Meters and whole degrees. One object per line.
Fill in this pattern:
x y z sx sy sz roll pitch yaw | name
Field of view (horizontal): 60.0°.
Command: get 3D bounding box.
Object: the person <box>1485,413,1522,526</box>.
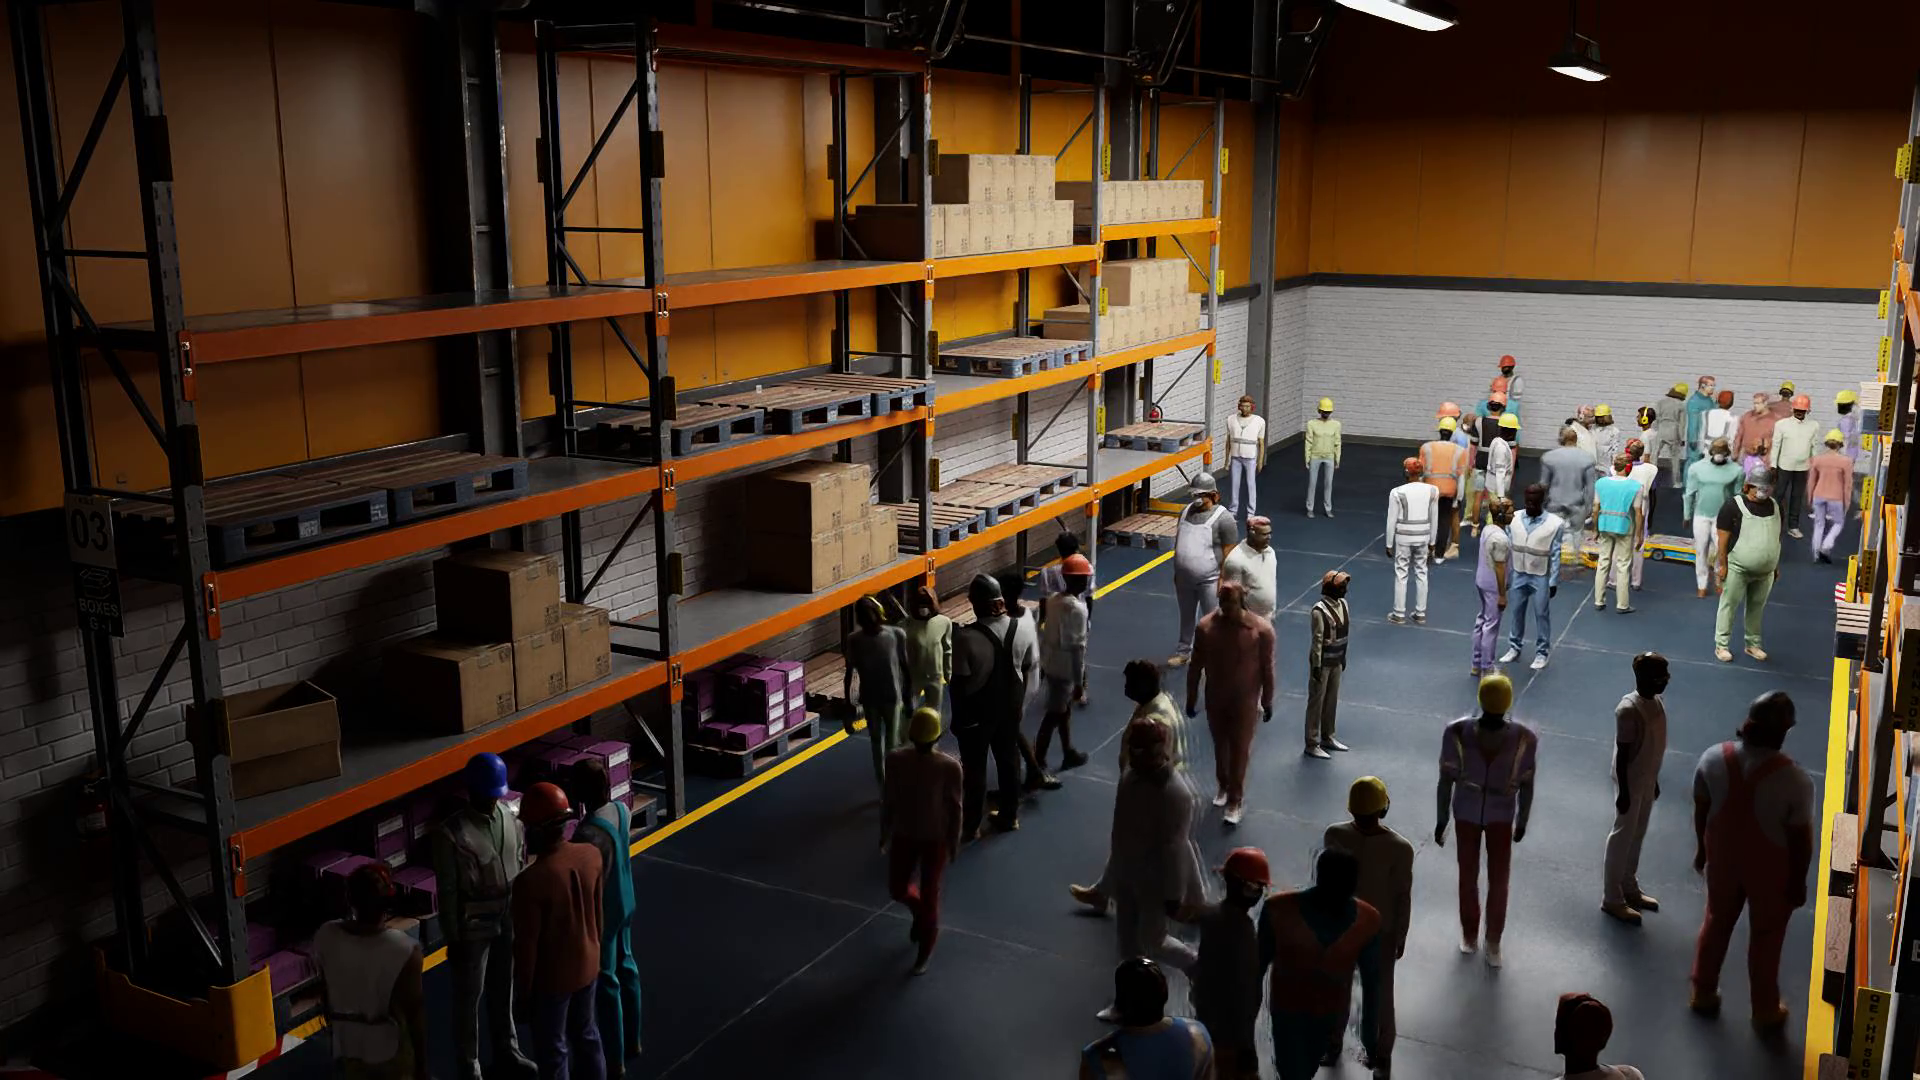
6.974 -0.681 21.435 0.398 1.920 0.586 4 13 15 | person

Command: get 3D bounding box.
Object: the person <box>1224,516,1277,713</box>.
2.692 0.709 15.264 0.648 1.901 0.401 -10 16 -39 | person

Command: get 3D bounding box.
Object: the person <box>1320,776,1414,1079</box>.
2.231 2.132 9.212 0.523 1.759 0.350 8 15 32 | person

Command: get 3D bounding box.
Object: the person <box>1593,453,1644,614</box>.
7.455 -0.072 18.891 0.564 1.837 0.388 12 17 42 | person

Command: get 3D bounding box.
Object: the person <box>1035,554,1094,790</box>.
0.861 1.072 13.692 0.688 1.894 0.604 -5 13 -19 | person

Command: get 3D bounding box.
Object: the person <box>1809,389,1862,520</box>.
12.681 -1.201 23.806 0.644 1.926 0.627 10 16 38 | person

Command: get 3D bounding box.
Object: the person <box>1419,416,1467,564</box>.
6.131 -0.624 21.227 0.608 1.897 0.610 3 13 12 | person

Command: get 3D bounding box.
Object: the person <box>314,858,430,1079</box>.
-2.779 2.407 7.843 0.570 1.823 0.806 3 13 14 | person

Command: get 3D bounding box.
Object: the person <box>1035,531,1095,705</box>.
0.979 0.748 15.544 0.565 1.696 0.318 -3 13 -13 | person

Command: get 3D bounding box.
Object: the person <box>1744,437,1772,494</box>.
10.160 -0.510 21.322 0.318 1.631 0.524 1 13 6 | person

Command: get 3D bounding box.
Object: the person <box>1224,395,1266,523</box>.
4.071 -1.160 23.772 0.561 1.837 0.390 6 14 26 | person

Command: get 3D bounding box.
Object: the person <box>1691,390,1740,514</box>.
10.975 -1.259 24.165 0.806 1.863 0.592 -10 16 -38 | person

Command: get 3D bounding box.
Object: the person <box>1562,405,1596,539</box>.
8.340 -0.881 22.392 0.399 1.897 0.652 11 17 41 | person

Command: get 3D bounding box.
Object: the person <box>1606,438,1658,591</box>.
8.002 -0.295 19.857 0.570 1.849 0.381 1 13 3 | person

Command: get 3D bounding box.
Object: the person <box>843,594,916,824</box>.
-0.626 1.279 12.883 0.548 1.813 0.691 0 13 0 | person

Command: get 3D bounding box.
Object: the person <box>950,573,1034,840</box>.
0.192 1.234 12.583 0.681 2.000 0.535 -8 15 -31 | person

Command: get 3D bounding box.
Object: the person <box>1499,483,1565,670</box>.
5.783 0.355 16.832 0.593 1.909 0.411 12 17 42 | person

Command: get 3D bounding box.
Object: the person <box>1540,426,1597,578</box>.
7.513 -0.469 20.523 0.665 1.906 0.702 6 14 26 | person

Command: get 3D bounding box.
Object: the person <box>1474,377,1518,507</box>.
7.913 -1.443 24.725 0.656 1.967 0.499 7 14 28 | person

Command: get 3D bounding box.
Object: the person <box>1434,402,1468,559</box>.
6.316 -0.772 21.586 0.400 2.036 0.609 -3 13 -12 | person

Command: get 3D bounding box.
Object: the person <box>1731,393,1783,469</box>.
11.272 -1.146 23.631 0.893 1.865 0.644 -8 15 -33 | person

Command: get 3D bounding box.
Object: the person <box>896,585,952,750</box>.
-0.294 1.168 13.798 0.504 1.631 0.280 -5 13 -19 | person

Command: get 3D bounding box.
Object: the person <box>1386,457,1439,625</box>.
4.994 0.014 18.418 0.580 1.880 0.359 -2 13 -8 | person

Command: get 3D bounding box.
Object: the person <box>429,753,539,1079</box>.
-2.570 2.076 9.048 0.401 1.938 0.602 8 15 30 | person

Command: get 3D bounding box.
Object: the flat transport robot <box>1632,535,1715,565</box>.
9.446 0.141 21.474 1.431 0.197 0.652 10 16 39 | flat transport robot

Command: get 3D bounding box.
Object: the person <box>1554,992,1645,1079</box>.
2.391 2.664 6.542 0.572 1.883 0.356 -6 14 -24 | person

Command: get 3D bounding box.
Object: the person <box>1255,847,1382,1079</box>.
1.728 2.332 8.107 0.603 1.843 0.970 -1 13 -6 | person

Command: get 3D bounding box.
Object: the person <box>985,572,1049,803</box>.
0.436 1.174 13.103 0.476 1.942 0.673 3 13 12 | person

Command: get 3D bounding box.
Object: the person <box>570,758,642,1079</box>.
-1.983 2.087 9.216 0.349 1.843 0.506 4 13 17 | person

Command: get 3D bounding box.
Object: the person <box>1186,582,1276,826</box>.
2.057 1.256 12.876 0.668 1.866 0.930 6 14 25 | person

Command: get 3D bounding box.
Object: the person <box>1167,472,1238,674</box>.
2.392 0.323 16.664 0.683 2.000 0.538 11 17 41 | person

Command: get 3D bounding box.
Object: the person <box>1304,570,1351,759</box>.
3.167 1.057 14.306 0.313 1.634 0.514 11 17 41 | person

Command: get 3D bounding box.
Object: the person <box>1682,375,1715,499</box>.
11.317 -1.562 25.403 0.407 1.910 0.639 11 17 41 | person

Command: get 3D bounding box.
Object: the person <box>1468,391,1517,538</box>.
7.252 -1.013 22.677 0.613 2.030 0.404 6 14 25 | person

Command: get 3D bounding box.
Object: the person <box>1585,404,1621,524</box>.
9.067 -1.062 23.562 0.486 1.736 0.318 12 17 42 | person

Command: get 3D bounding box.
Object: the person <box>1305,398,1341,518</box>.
5.239 -1.181 24.030 0.525 1.762 0.339 0 13 -1 | person

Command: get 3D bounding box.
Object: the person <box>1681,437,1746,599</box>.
8.818 -0.255 19.510 0.646 1.923 0.470 7 14 27 | person

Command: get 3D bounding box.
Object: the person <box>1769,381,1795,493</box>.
12.792 -1.595 25.908 0.532 1.754 0.342 7 14 27 | person

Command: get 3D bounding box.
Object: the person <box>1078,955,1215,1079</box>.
0.734 2.596 6.935 0.626 1.844 0.429 -6 14 -26 | person

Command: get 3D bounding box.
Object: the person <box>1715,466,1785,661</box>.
8.121 0.239 17.039 0.681 2.000 0.538 -1 13 -6 | person

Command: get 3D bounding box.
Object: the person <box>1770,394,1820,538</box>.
11.400 -1.009 22.741 0.623 1.987 0.396 1 13 2 | person

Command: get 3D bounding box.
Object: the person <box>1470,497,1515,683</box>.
5.254 0.489 16.358 0.346 1.847 0.506 0 13 0 | person

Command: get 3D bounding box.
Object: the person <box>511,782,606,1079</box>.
-2.048 2.188 8.459 0.417 1.982 0.623 6 14 27 | person

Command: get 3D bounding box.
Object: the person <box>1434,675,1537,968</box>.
3.314 1.762 10.536 0.586 1.898 0.611 5 13 20 | person

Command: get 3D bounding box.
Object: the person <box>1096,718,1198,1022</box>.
1.164 1.935 9.776 0.631 1.895 0.642 -5 14 -23 | person

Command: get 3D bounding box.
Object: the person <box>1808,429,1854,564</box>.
11.075 -0.540 21.178 0.367 1.750 0.542 -11 17 -40 | person

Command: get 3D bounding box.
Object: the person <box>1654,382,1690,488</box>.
11.203 -1.643 26.243 0.698 1.689 0.540 -10 16 -39 | person

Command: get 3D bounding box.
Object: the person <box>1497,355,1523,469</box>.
9.214 -2.158 28.056 0.418 1.924 0.559 -6 14 -25 | person

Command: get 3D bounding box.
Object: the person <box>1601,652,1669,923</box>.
4.569 1.641 11.203 0.514 1.845 0.336 -12 17 -43 | person

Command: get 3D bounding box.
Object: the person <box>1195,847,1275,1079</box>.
1.319 2.368 8.233 0.494 1.716 0.593 -2 13 -8 | person

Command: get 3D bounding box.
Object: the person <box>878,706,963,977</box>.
-0.233 1.853 10.466 0.541 1.744 0.449 4 13 17 | person

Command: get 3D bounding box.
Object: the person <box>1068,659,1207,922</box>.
1.238 1.692 11.129 0.970 1.782 0.741 0 13 2 | person

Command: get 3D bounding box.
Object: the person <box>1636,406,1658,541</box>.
9.187 -0.862 22.358 0.313 1.869 0.528 8 15 31 | person

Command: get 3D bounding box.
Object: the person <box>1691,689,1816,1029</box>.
4.706 1.852 9.818 0.536 2.000 0.687 -9 16 -36 | person
